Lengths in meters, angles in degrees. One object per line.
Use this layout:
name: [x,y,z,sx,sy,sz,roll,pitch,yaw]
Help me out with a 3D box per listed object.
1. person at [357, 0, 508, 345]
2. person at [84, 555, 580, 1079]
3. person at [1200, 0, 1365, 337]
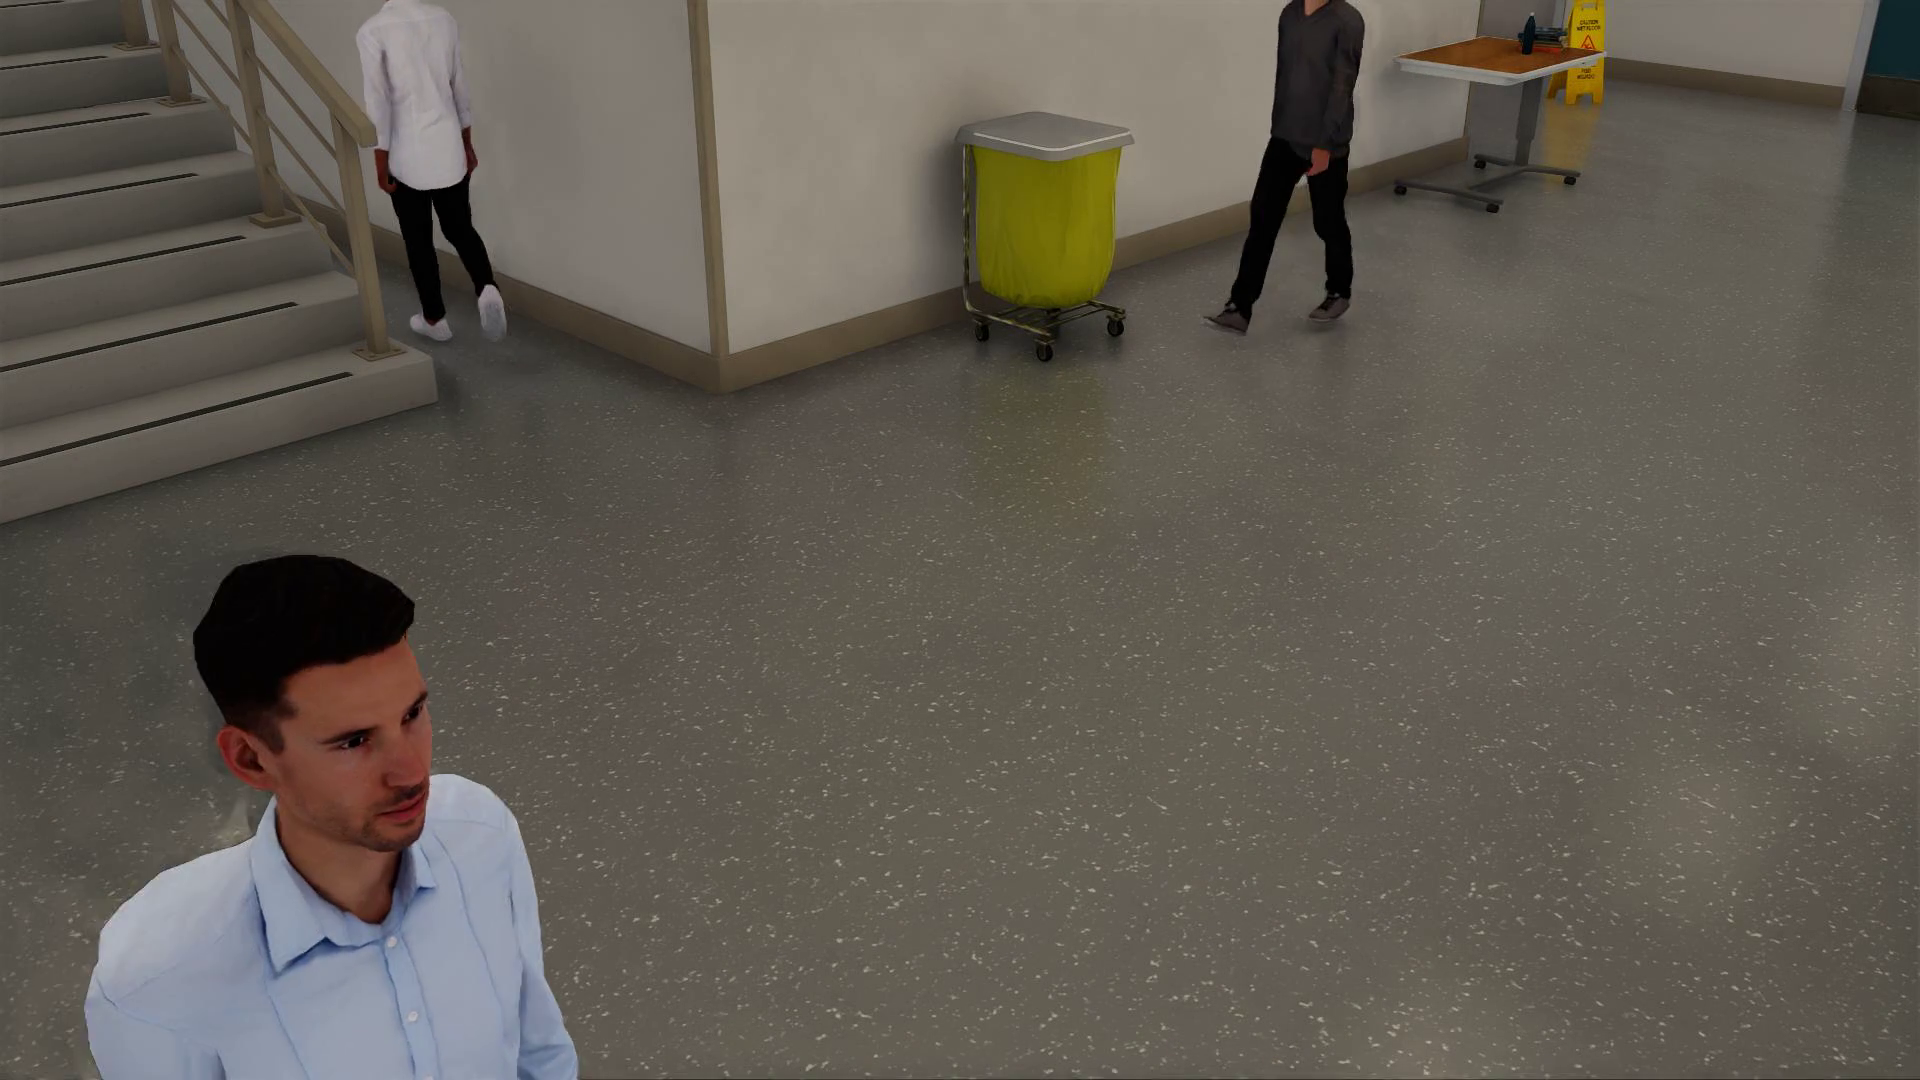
person: [-2.261,-1.681,7.160,0.664,1.792,0.964,-22,33,-38]
person: [-0.671,0.846,1.881,0.881,1.826,0.702,19,32,34]
person: [1.608,-1.741,7.379,0.681,1.711,1.062,-23,34,-39]
